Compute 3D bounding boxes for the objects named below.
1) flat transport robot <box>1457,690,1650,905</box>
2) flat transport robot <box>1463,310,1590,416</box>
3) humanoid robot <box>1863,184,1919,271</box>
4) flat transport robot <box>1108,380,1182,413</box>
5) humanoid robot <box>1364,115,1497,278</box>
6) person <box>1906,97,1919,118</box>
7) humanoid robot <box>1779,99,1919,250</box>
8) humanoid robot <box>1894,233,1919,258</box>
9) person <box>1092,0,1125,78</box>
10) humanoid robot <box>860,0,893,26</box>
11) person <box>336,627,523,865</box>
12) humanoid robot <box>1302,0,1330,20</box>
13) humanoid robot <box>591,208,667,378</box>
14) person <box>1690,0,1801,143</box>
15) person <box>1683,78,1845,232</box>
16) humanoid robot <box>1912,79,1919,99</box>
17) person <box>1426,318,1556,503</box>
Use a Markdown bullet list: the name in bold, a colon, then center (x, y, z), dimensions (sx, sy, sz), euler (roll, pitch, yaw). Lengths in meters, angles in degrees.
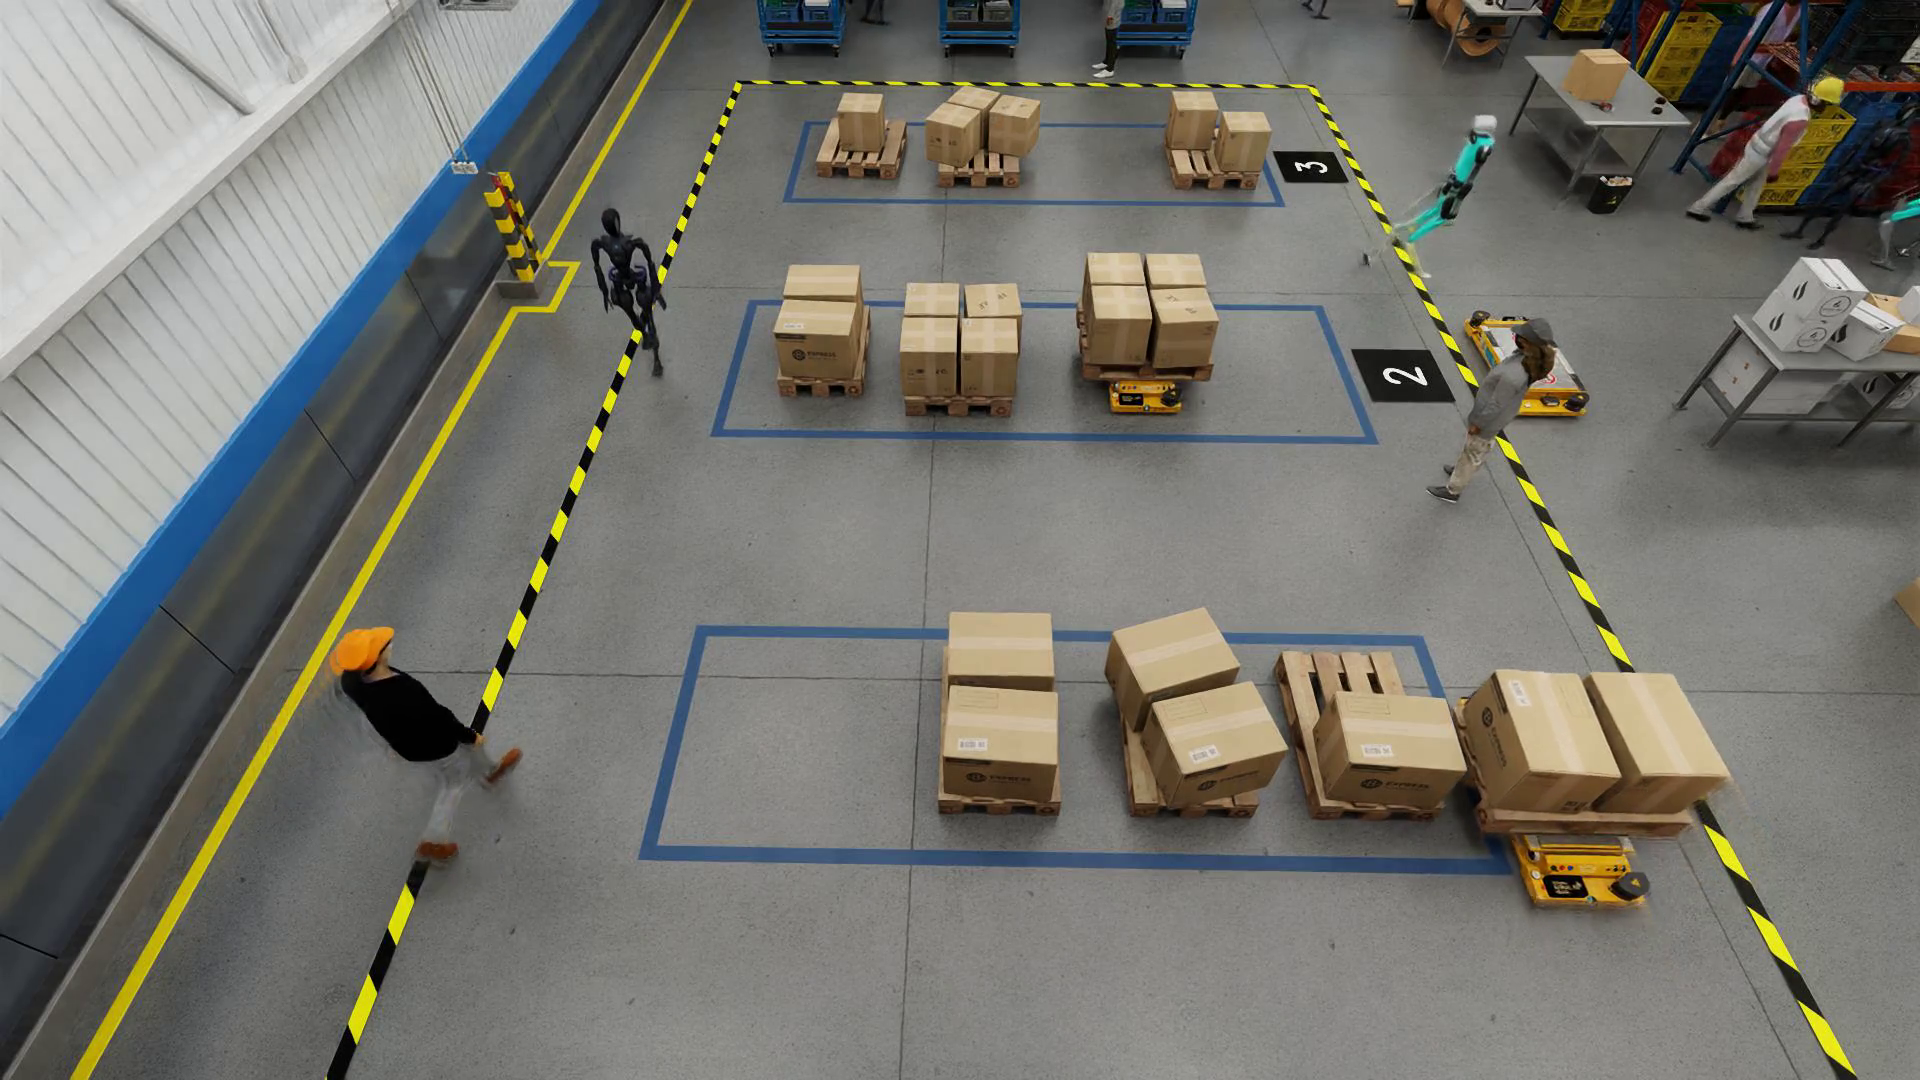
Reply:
- **flat transport robot**: center (3.894, 1.661, 6.077), dimensions (0.652, 0.197, 1.431), euler (1, 49, 1)
- **flat transport robot**: center (5.573, -1.757, 9.054), dimensions (0.659, 0.231, 1.431), euler (1, 49, 1)
- **humanoid robot**: center (10.424, -3.764, 9.826), dimensions (0.768, 1.790, 0.535), euler (25, 54, 20)
- **flat transport robot**: center (1.773, -1.807, 9.079), dimensions (0.652, 0.197, 1.431), euler (1, 49, 1)
- **humanoid robot**: center (4.880, -3.578, 9.693), dimensions (0.887, 1.814, 0.562), euler (9, 50, 8)
- **person**: center (13.174, -6.487, 12.131), dimensions (0.651, 1.806, 0.528), euler (11, 50, 10)
- **humanoid robot**: center (9.833, -3.969, 10.041), dimensions (0.454, 1.649, 0.599), euler (-5, 49, -4)
- **humanoid robot**: center (10.715, -3.735, 9.707), dimensions (0.533, 1.677, 0.736), euler (23, 53, 19)
- **person**: center (2.153, -7.605, 13.069), dimensions (0.370, 1.853, 0.589), euler (3, 49, 2)
- **humanoid robot**: center (-1.357, -8.980, 14.389), dimensions (0.605, 1.637, 0.594), euler (8, 50, 6)
- **person**: center (-3.229, 1.206, 5.444), dimensions (0.578, 1.851, 0.836), euler (21, 52, 17)
- **humanoid robot**: center (5.920, -9.316, 14.679), dimensions (0.473, 1.654, 0.591), euler (11, 50, 9)
- **humanoid robot**: center (-3.121, -2.369, 8.682), dimensions (0.585, 1.621, 0.791), euler (-7, 49, -6)
- **person**: center (10.132, -6.114, 11.654), dimensions (0.619, 2.039, 0.387), euler (-8, 50, -7)
- **person**: center (9.062, -4.290, 10.253), dimensions (0.887, 1.763, 0.602), euler (27, 54, 21)
- **humanoid robot**: center (12.262, -5.622, 11.478), dimensions (0.604, 1.658, 0.384), euler (25, 54, 20)
- **person**: center (4.331, -1.030, 7.431), dimensions (0.398, 1.767, 0.574), euler (36, 58, 27)
